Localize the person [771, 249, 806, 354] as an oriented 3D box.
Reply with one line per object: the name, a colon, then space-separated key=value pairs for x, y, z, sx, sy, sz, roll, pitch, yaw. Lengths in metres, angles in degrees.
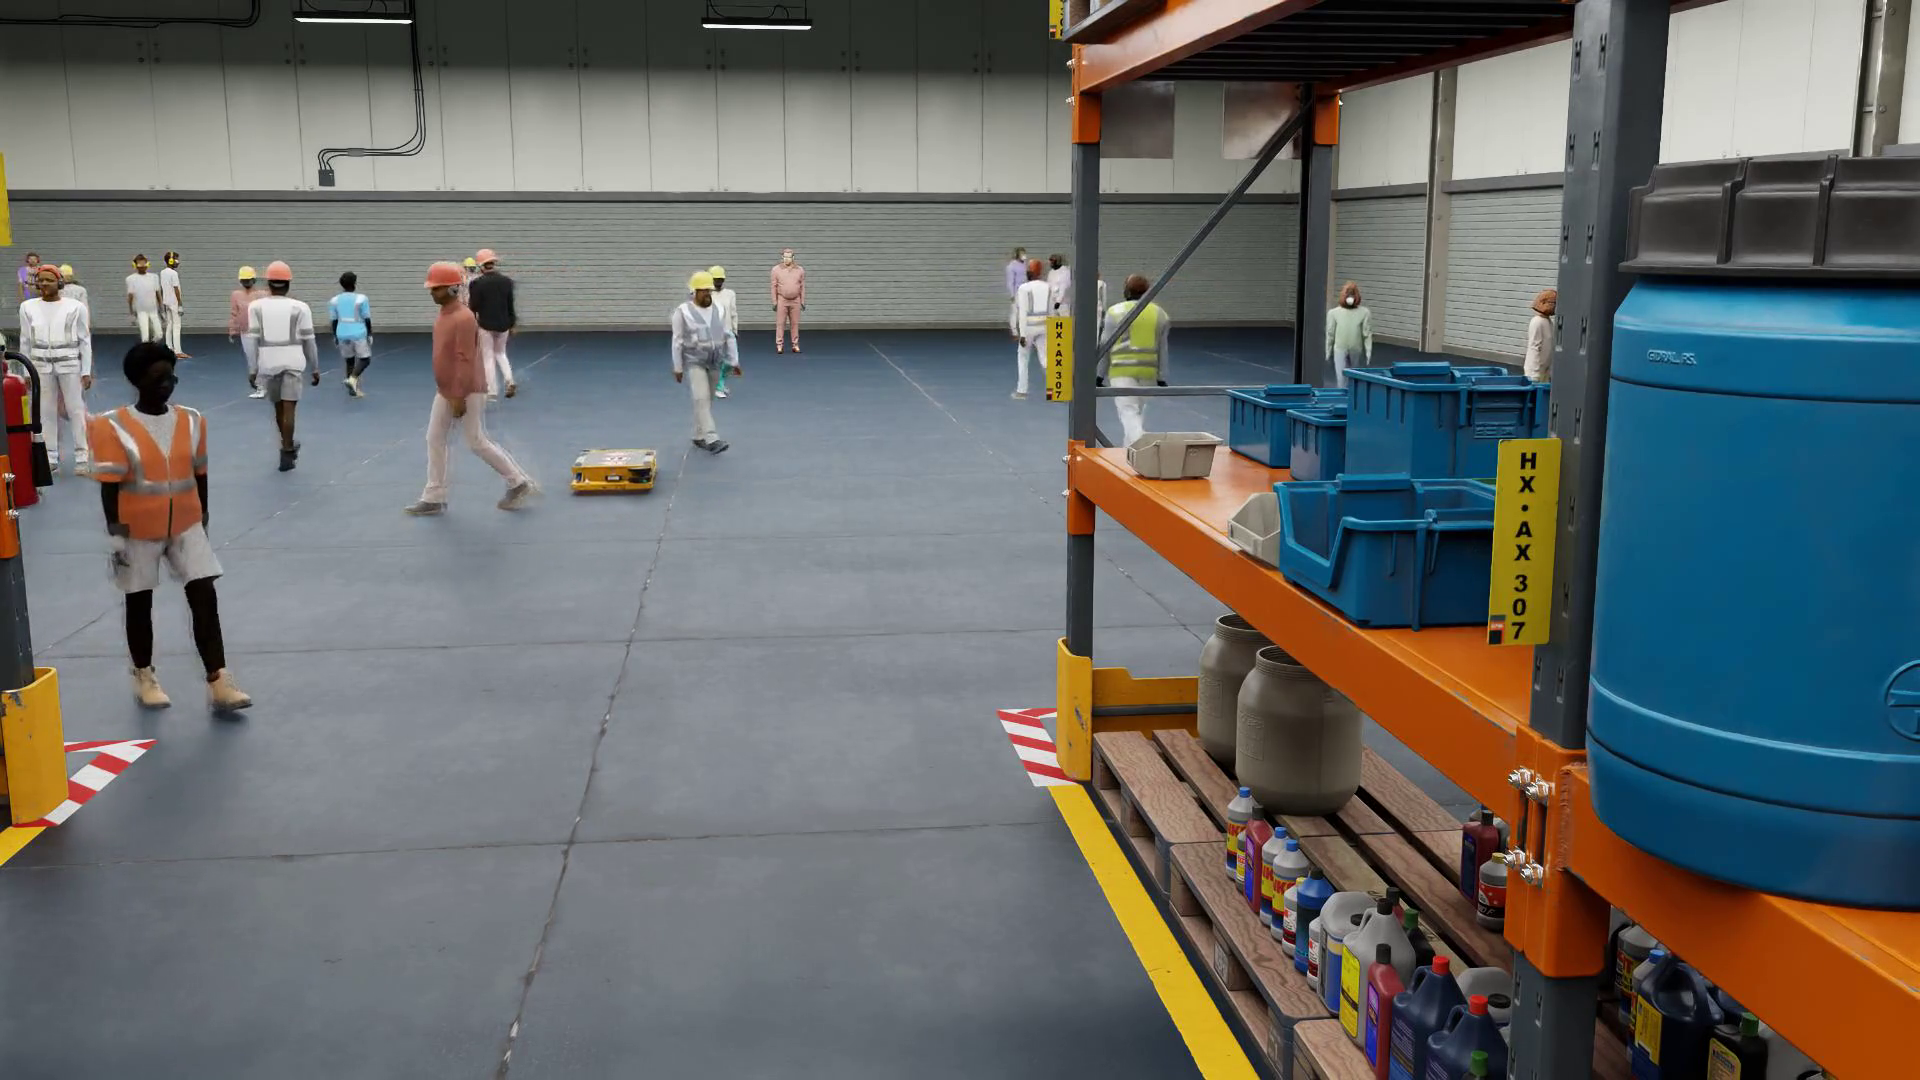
person: x=-3.134 y=-4.366 z=30.495 sx=0.643 sy=1.903 sz=0.399 roll=-4 pitch=11 yaw=-19

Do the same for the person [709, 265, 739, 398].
person: x=-3.187 y=-2.761 z=22.074 sx=0.557 sy=1.751 sz=0.368 roll=-6 pitch=12 yaw=-30

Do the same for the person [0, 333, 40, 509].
person: x=-7.530 y=-1.066 z=12.757 sx=0.599 sy=1.779 sz=0.937 roll=2 pitch=11 yaw=13

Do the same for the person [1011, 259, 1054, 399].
person: x=1.020 y=-2.723 z=21.635 sx=0.582 sy=1.855 sz=0.892 roll=-7 pitch=13 yaw=-35

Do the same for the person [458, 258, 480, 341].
person: x=-9.083 y=-4.381 z=31.020 sx=0.525 sy=1.737 sz=0.786 roll=-6 pitch=12 yaw=-29

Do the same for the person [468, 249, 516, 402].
person: x=-6.057 y=-2.772 z=21.538 sx=0.640 sy=1.973 sz=0.466 roll=-9 pitch=14 yaw=-42

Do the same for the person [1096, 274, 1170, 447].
person: x=1.586 y=-1.504 z=15.082 sx=0.625 sy=1.807 sz=0.915 roll=-4 pitch=11 yaw=-23

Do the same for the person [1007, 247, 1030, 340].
person: x=1.295 y=-5.047 z=34.173 sx=0.662 sy=1.915 sz=0.711 roll=-8 pitch=13 yaw=-39

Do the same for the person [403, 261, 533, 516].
person: x=-3.826 y=-1.171 z=12.856 sx=0.914 sy=1.955 sz=0.631 roll=-9 pitch=13 yaw=-39

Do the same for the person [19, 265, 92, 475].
person: x=-8.079 y=-1.510 z=14.881 sx=0.575 sy=1.884 sz=0.355 roll=-2 pitch=11 yaw=-12

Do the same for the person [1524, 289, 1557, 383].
person: x=5.677 y=-1.632 z=16.278 sx=0.301 sy=1.627 sz=0.496 roll=9 pitch=13 yaw=40

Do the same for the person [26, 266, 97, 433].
person: x=-8.481 y=-1.653 z=15.728 sx=0.806 sy=1.870 sz=0.668 roll=-7 pitch=12 yaw=-33

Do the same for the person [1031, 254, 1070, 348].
person: x=1.772 y=-4.502 z=31.532 sx=0.925 sy=1.796 sz=0.624 roll=-7 pitch=12 yaw=-33

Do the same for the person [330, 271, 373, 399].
person: x=-7.969 y=-2.668 z=21.756 sx=0.545 sy=1.684 sz=0.545 roll=2 pitch=10 yaw=8

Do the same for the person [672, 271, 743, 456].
person: x=-2.476 y=-1.735 z=16.368 sx=0.609 sy=1.783 sz=0.934 roll=-8 pitch=13 yaw=-38

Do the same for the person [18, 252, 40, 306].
person: x=-18.115 y=-4.711 z=32.590 sx=0.604 sy=1.816 sz=0.789 roll=-4 pitch=11 yaw=-23

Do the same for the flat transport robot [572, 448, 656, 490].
flat transport robot: x=-2.991 y=-0.623 z=14.443 sx=0.652 sy=0.197 sz=1.431 roll=-2 pitch=10 yaw=-9

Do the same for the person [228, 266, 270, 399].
person: x=-9.373 y=-2.731 z=21.961 sx=0.531 sy=1.745 sz=0.593 roll=1 pitch=10 yaw=6

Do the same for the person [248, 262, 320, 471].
person: x=-6.267 y=-1.628 z=15.488 sx=0.571 sy=1.890 sz=0.984 roll=-1 pitch=10 yaw=-8

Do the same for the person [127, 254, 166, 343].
person: x=-13.064 y=-3.657 z=26.713 sx=0.433 sy=1.856 sz=0.560 roll=10 pitch=14 yaw=44

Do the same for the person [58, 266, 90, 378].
person: x=-13.478 y=-3.295 z=25.174 sx=0.510 sy=1.686 sz=0.917 roll=-7 pitch=13 yaw=-35

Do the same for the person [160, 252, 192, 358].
person: x=-13.837 y=-4.124 z=29.266 sx=0.533 sy=1.863 sz=0.315 roll=7 pitch=13 yaw=35

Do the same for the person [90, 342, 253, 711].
person: x=-3.504 y=-0.034 z=7.357 sx=0.776 sy=1.664 sz=0.548 roll=9 pitch=14 yaw=40

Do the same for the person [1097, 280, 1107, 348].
person: x=2.324 y=-4.050 z=29.501 sx=0.541 sy=1.617 sz=0.620 roll=-1 pitch=10 yaw=-4

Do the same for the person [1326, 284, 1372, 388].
person: x=4.514 y=-2.176 z=19.327 sx=0.510 sy=1.593 sz=0.833 roll=1 pitch=10 yaw=5
